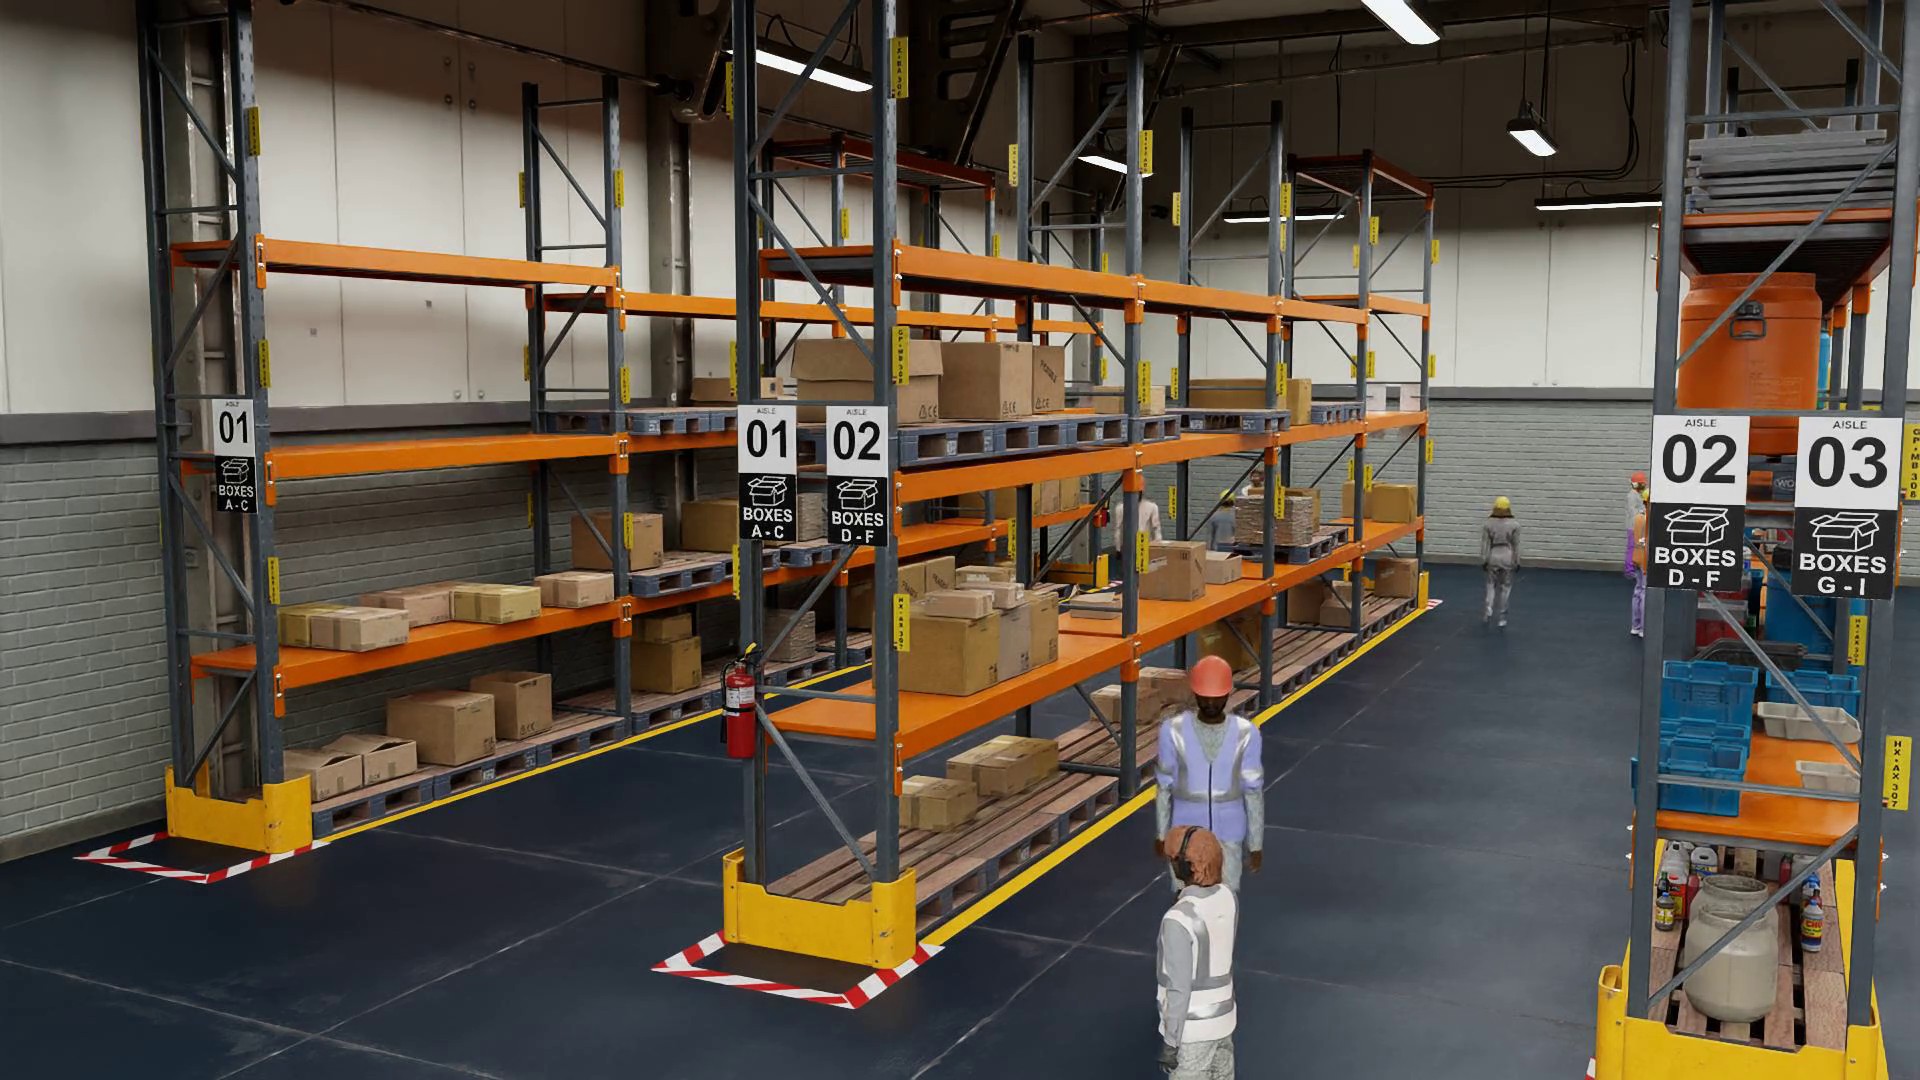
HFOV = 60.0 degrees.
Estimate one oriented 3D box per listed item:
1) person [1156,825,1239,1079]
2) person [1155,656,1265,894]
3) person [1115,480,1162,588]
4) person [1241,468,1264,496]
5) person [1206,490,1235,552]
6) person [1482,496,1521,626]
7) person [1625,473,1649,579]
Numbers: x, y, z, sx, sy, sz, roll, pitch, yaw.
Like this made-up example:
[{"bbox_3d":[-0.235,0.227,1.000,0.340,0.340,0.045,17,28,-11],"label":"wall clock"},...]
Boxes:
[{"bbox_3d":[0.938,1.937,6.589,0.310,1.638,0.523,4,7,34],"label":"person"},{"bbox_3d":[1.329,1.566,8.831,0.574,1.919,0.527,0,6,5],"label":"person"},{"bbox_3d":[2.461,0.100,23.013,0.625,1.945,1.019,0,6,-2],"label":"person"},{"bbox_3d":[4.802,-0.252,26.912,0.559,1.836,0.439,4,7,35],"label":"person"},{"bbox_3d":[3.761,0.159,23.514,0.543,1.713,0.922,1,6,11],"label":"person"},{"bbox_3d":[7.244,0.283,22.251,0.498,1.733,0.391,3,7,26],"label":"person"},{"bbox_3d":[11.064,-0.223,27.167,0.351,1.745,0.598,4,7,33],"label":"person"}]
